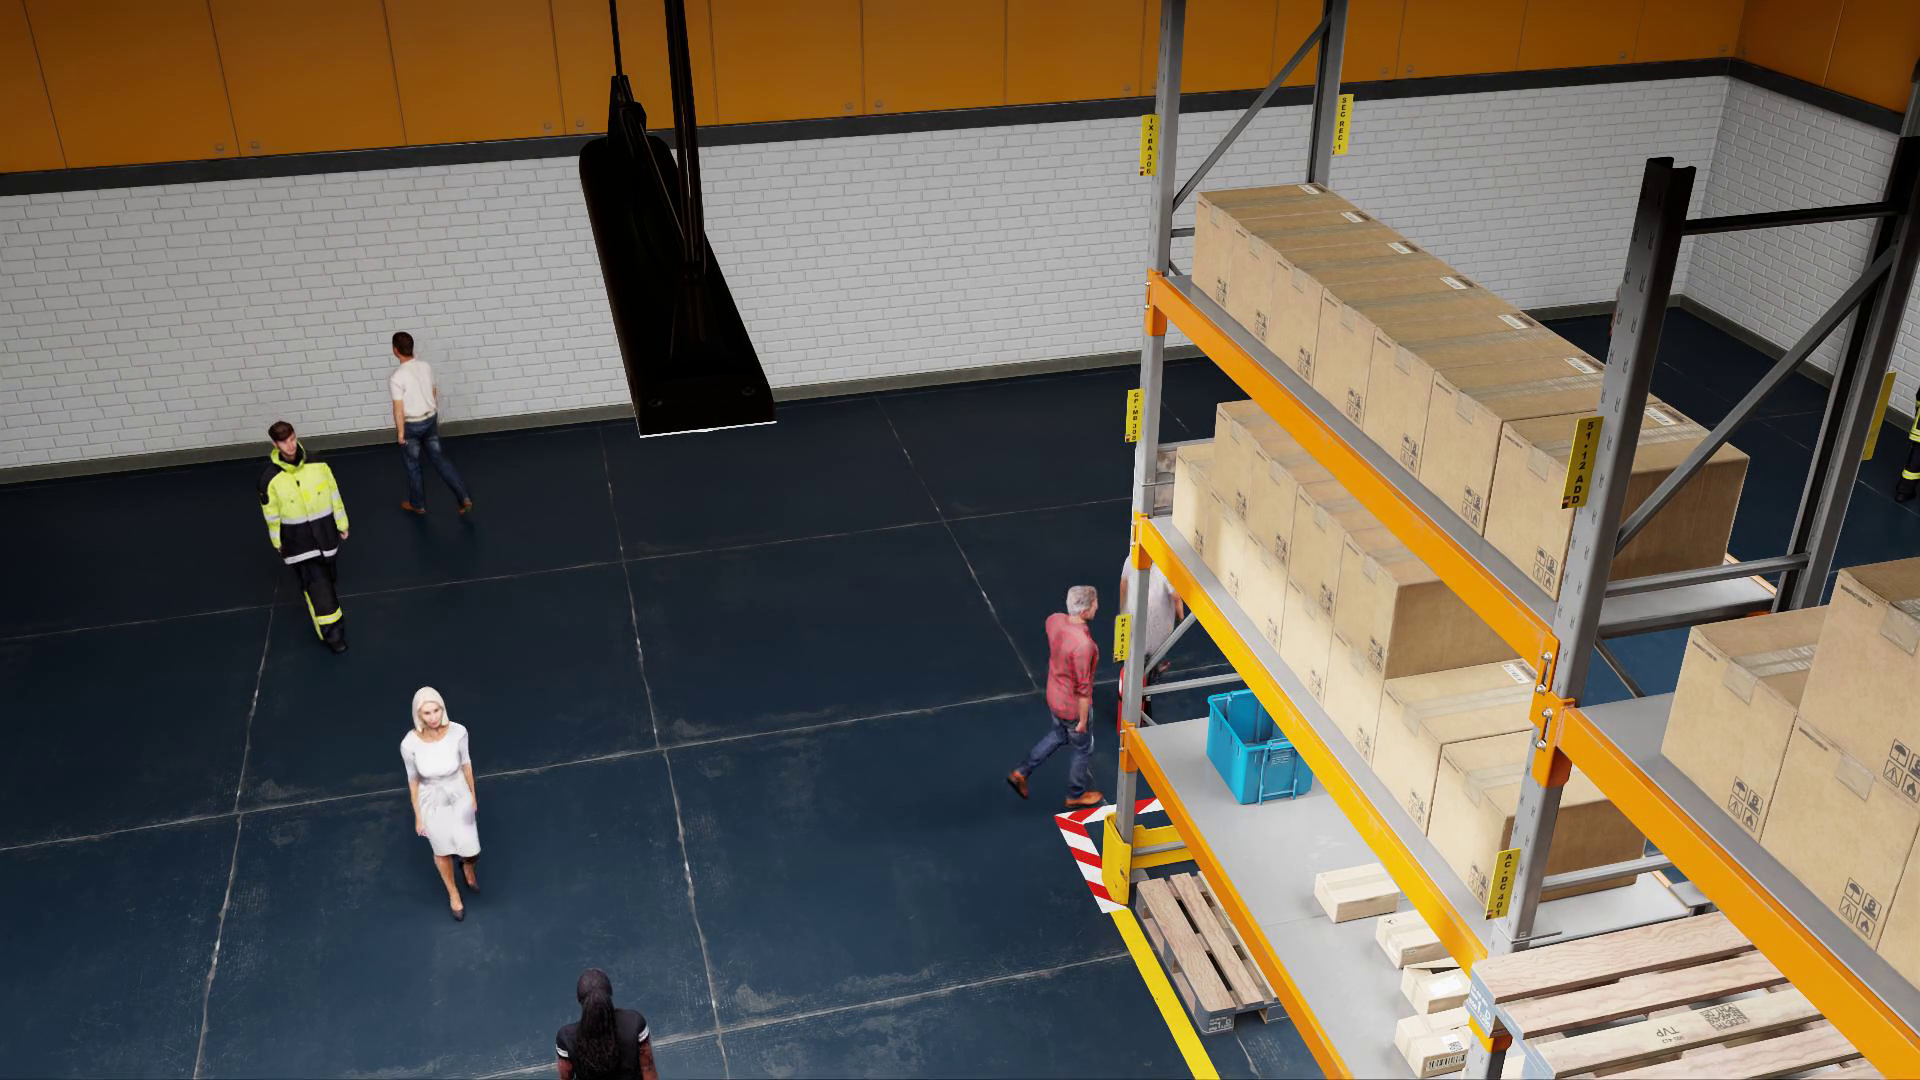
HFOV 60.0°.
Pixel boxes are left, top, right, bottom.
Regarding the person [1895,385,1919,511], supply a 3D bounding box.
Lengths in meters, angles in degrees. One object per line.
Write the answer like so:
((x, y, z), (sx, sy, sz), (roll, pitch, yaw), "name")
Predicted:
((9.226, -1.159, 15.600), (0.854, 1.861, 0.672), (-12, 31, -20), "person")

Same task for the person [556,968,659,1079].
((-1.726, 2.888, 8.330), (0.657, 1.717, 0.730), (-9, 30, -17), "person")

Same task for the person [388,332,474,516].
((-4.946, -1.041, 15.401), (1.169, 1.844, 1.087), (17, 33, 29), "person")

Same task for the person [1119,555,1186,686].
((1.376, 0.653, 12.589), (1.062, 1.563, 1.013), (25, 37, 38), "person")

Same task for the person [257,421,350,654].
((-5.336, -0.095, 13.559), (1.347, 1.947, 1.172), (23, 36, 36), "person")

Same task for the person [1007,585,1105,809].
((0.676, 1.120, 11.473), (0.847, 1.811, 0.933), (-12, 31, -22), "person")

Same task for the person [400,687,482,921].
((-3.316, 1.636, 10.601), (0.629, 1.741, 0.668), (-14, 31, -23), "person")
